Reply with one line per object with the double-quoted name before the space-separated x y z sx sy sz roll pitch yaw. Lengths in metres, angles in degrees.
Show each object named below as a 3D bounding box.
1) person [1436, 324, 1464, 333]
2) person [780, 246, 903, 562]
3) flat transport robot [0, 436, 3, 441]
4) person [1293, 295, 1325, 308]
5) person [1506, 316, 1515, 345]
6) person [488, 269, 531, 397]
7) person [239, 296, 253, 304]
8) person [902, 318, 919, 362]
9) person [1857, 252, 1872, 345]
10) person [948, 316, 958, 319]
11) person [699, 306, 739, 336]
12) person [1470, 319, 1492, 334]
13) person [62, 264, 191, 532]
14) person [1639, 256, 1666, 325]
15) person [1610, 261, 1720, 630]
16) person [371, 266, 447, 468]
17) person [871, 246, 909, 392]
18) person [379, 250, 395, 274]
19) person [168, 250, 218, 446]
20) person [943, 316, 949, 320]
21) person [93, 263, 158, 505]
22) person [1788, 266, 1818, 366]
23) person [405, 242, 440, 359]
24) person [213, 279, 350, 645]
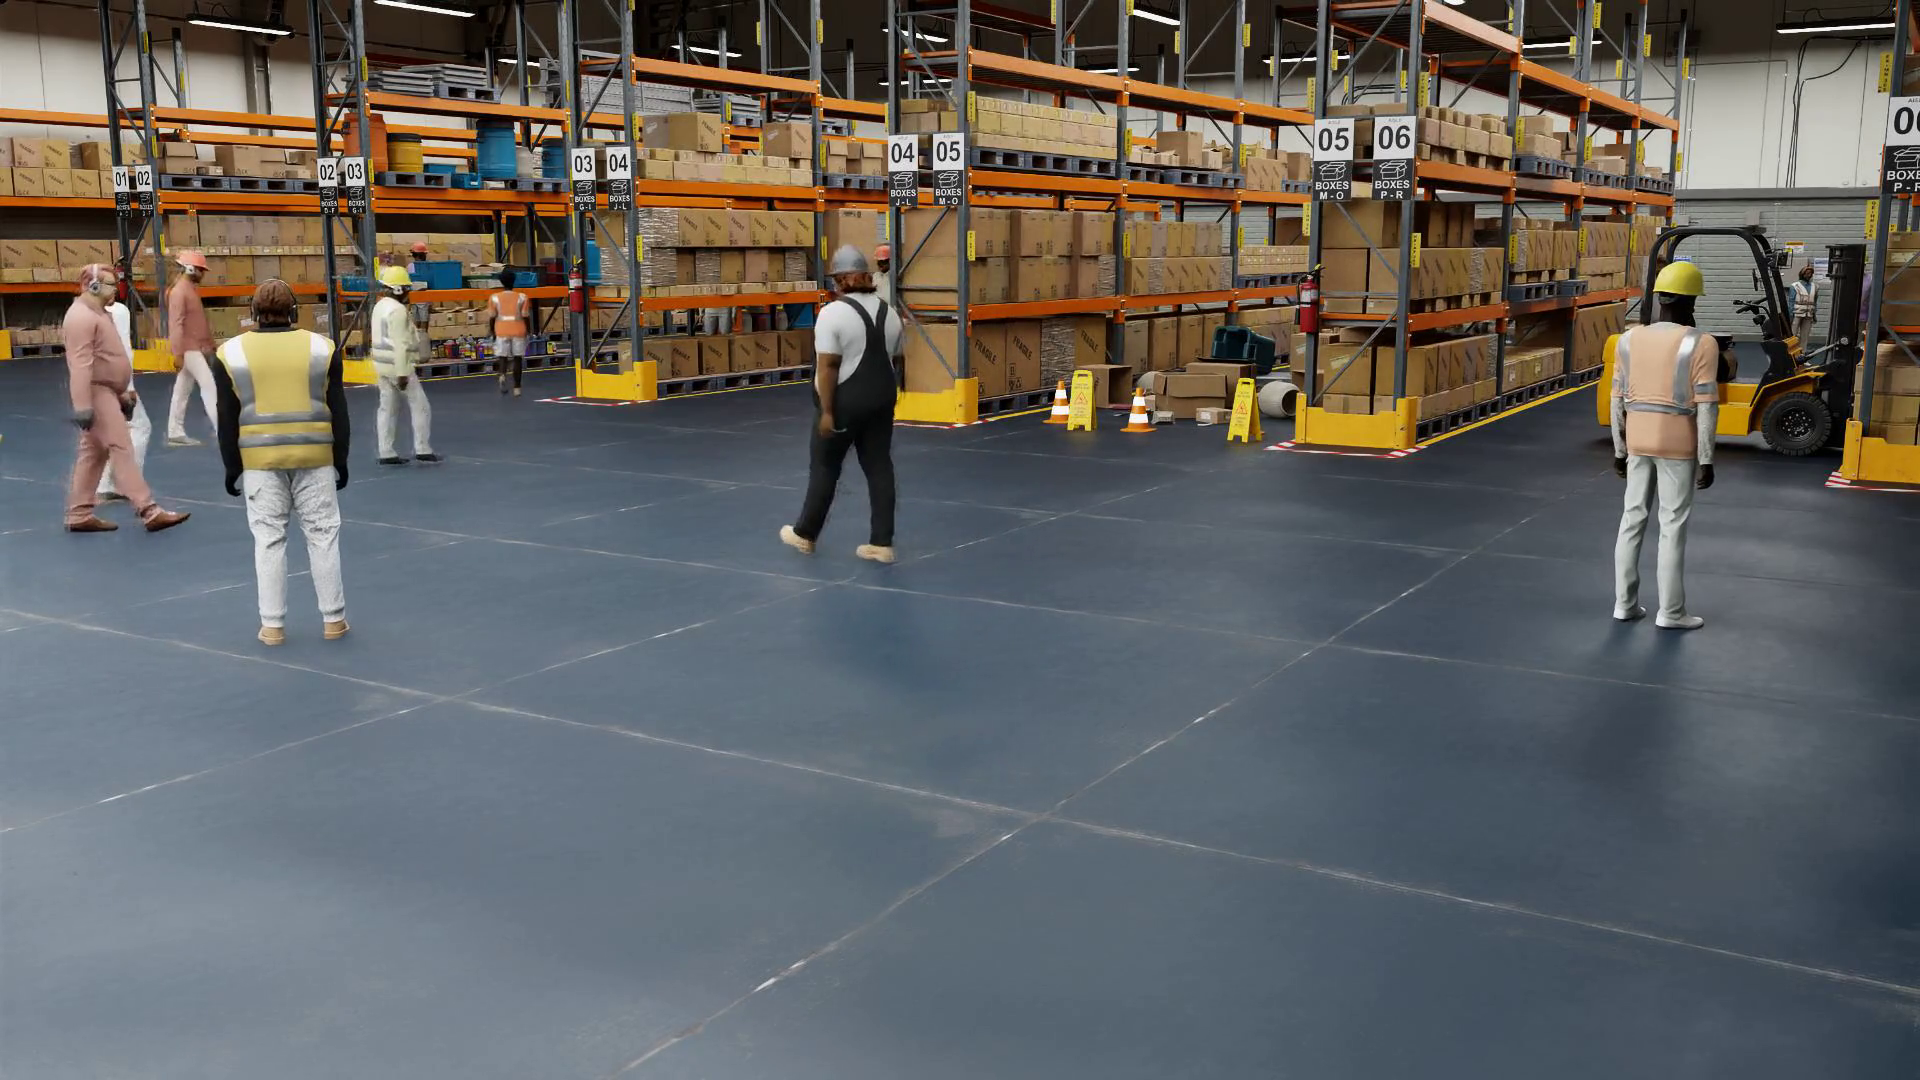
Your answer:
"person" 9.144 -4.436 30.981 0.840 1.898 0.550 0 10 2
"person" -0.754 -0.897 10.717 0.710 2.000 0.934 -10 14 -43
"flat transport robot" -10.265 -1.002 16.261 0.652 0.197 1.431 6 12 31
"person" 6.983 -4.838 33.292 0.654 1.864 0.973 8 13 40
"person" 10.968 -4.905 33.206 0.631 2.023 0.424 -7 12 -34
"person" -5.896 -2.698 21.809 0.540 1.683 0.493 -2 10 -10
"person" -13.523 -4.600 31.786 0.607 1.930 0.951 8 13 37
"person" -0.848 -3.024 23.799 0.518 1.625 0.480 8 13 38
"person" 12.829 -3.179 23.844 0.588 1.918 0.397 6 12 31
"person" 0.123 -2.907 22.341 0.619 1.904 0.538 6 12 29
"person" -3.666 -3.441 25.284 0.625 1.934 0.364 0 10 3
"person" 9.178 -4.123 29.140 0.549 1.920 0.655 6 12 29
"person" -5.889 -0.978 11.619 0.811 1.870 0.673 -4 11 -20
"person" 9.697 -3.008 23.085 0.508 1.852 0.789 5 11 27
"person" 3.707 -0.491 8.757 0.367 1.927 0.590 -7 12 -35
"person" -4.977 -1.556 15.034 0.704 1.807 0.627 -8 13 -38
"person" -0.960 -2.903 22.089 0.651 1.990 0.402 4 11 20
"person" -9.135 -3.669 26.624 0.404 1.909 0.643 -6 12 -31
"person" -7.541 -1.897 16.598 0.916 1.945 0.605 -3 11 -17
"person" -0.127 -2.994 23.074 0.474 1.819 0.513 -9 13 -40
"person" -6.567 -1.215 12.972 0.618 1.864 0.604 4 11 23
"person" 13.918 -3.692 27.491 0.515 1.641 0.309 -2 10 -10
"person" -9.317 -4.124 28.778 0.605 2.045 0.377 9 13 41
"person" -3.410 -0.389 8.427 0.619 1.845 0.430 -4 11 -23
